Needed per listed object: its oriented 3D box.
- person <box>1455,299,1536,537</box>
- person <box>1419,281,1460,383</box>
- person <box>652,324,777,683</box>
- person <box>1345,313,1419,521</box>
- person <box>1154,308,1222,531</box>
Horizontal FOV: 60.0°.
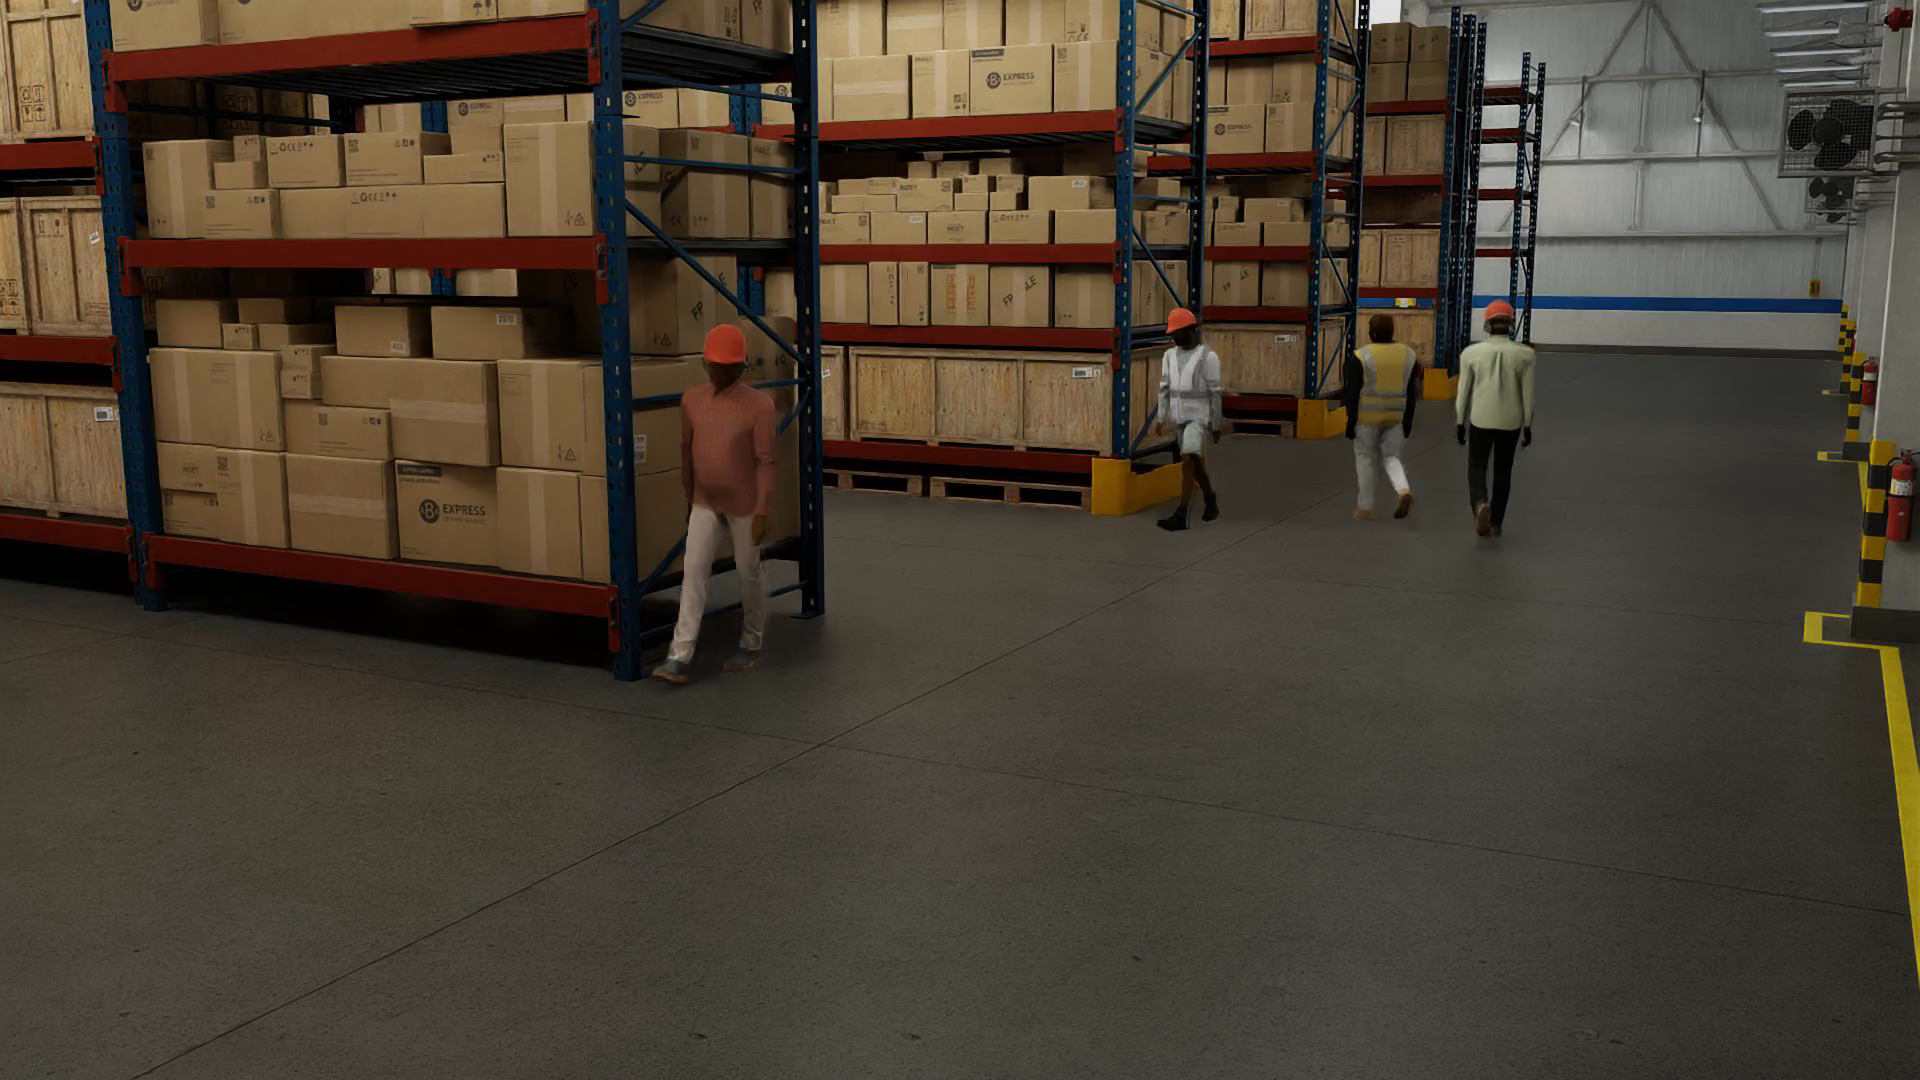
[{"bbox_3d":[4.341,-0.964,13.486,0.619,1.966,0.736,2,10,14],"label":"person"},{"bbox_3d":[8.559,-3.668,29.371,0.628,1.896,1.016,-7,12,-34],"label":"person"},{"bbox_3d":[-1.309,-0.176,8.954,0.633,1.944,0.986,4,11,22],"label":"person"},{"bbox_3d":[3.639,-1.044,14.343,0.634,1.823,0.631,-2,10,-13],"label":"person"},{"bbox_3d":[1.982,-1.043,14.266,0.984,1.875,0.542,-9,13,-42],"label":"person"}]
